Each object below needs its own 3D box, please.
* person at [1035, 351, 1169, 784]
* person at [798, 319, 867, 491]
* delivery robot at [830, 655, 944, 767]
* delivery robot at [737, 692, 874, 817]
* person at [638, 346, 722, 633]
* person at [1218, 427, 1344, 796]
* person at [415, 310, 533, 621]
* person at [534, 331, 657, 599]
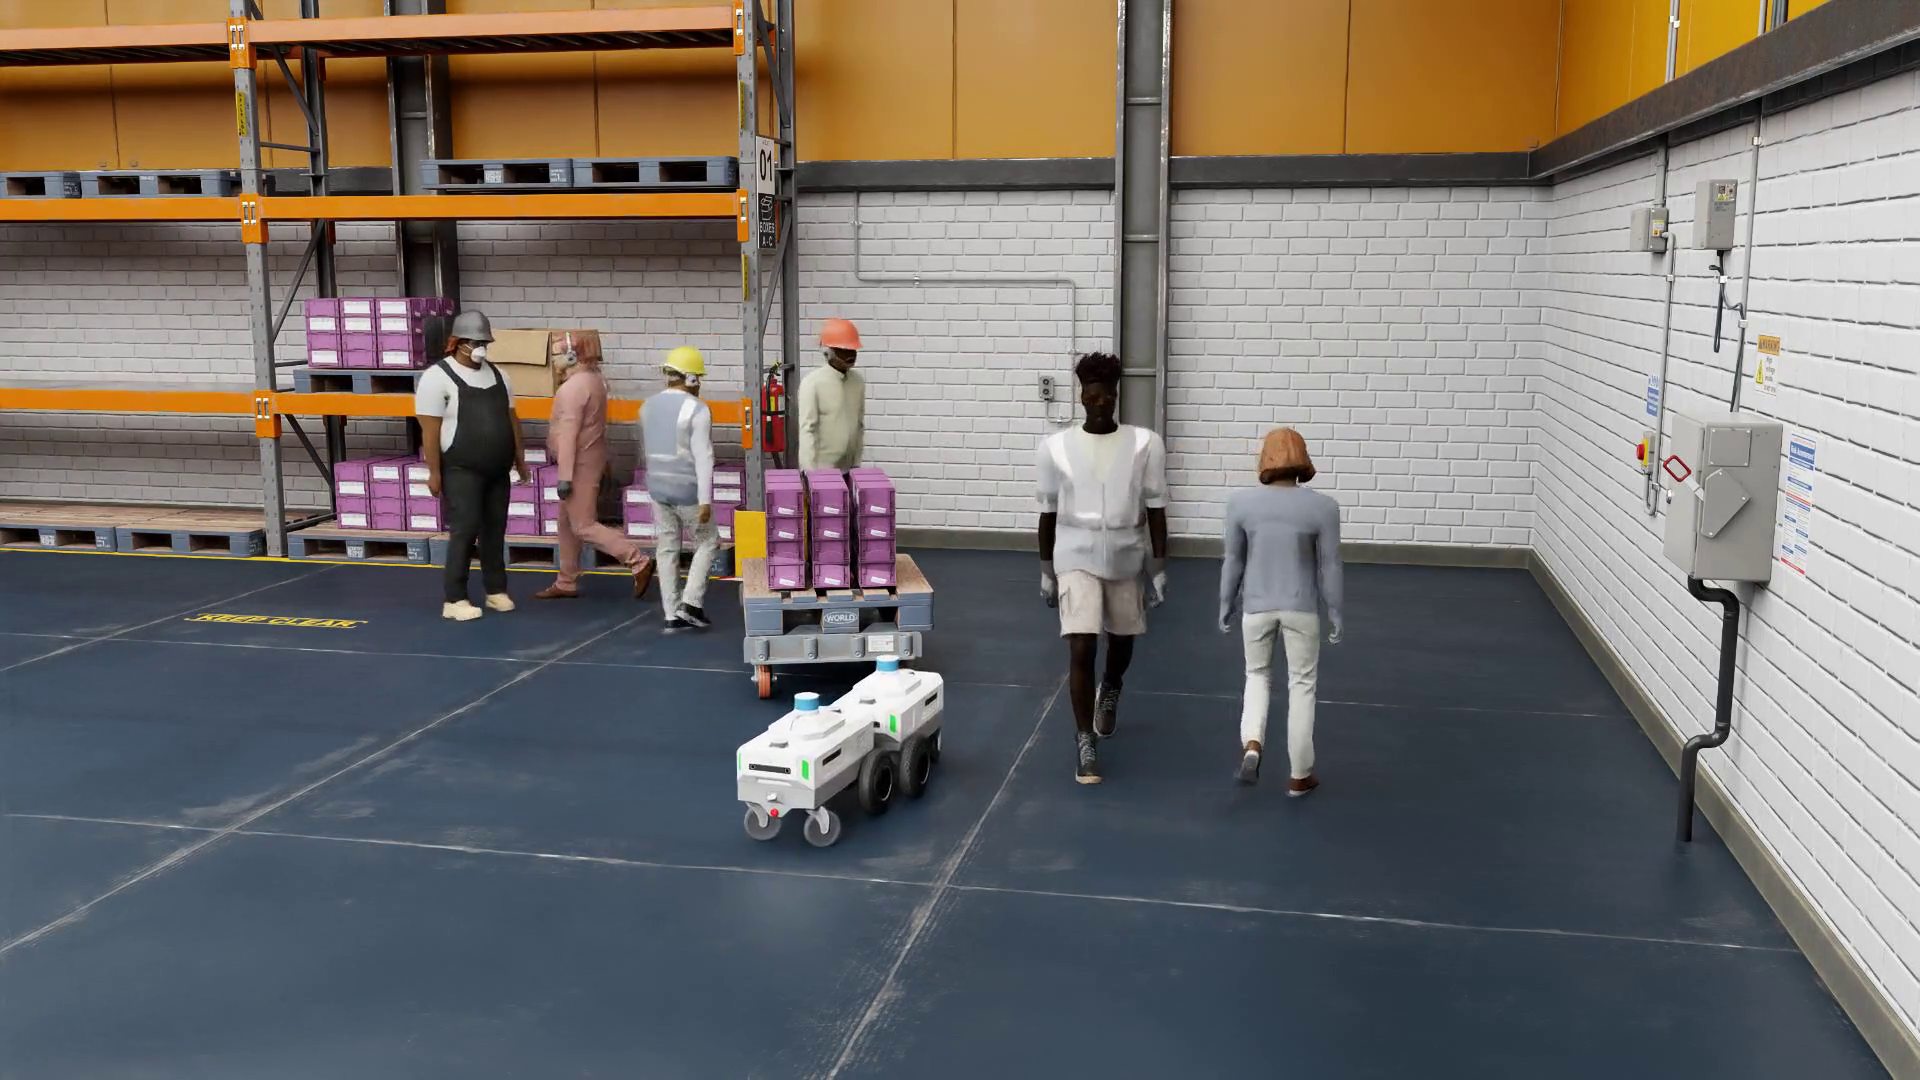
[{"bbox_3d":[0.653,0.083,7.743,0.611,1.941,0.886,0,9,-1],"label":"person"},{"bbox_3d":[-0.834,-0.479,11.044,0.548,1.964,0.616,6,11,33],"label":"person"},{"bbox_3d":[-0.325,0.764,7.491,0.477,0.478,0.707,3,10,17],"label":"delivery robot"},{"bbox_3d":[-0.628,0.872,6.839,0.477,0.478,0.707,4,10,20],"label":"delivery robot"},{"bbox_3d":[-1.743,-0.307,10.465,0.595,1.805,0.451,5,11,30],"label":"person"},{"bbox_3d":[1.385,0.323,7.228,0.566,1.613,0.457,4,10,22],"label":"person"},{"bbox_3d":[-3.192,-0.515,11.009,0.550,2.000,0.698,6,11,31],"label":"person"},{"bbox_3d":[-2.526,-0.493,11.389,0.806,1.874,0.646,0,9,-2],"label":"person"}]
